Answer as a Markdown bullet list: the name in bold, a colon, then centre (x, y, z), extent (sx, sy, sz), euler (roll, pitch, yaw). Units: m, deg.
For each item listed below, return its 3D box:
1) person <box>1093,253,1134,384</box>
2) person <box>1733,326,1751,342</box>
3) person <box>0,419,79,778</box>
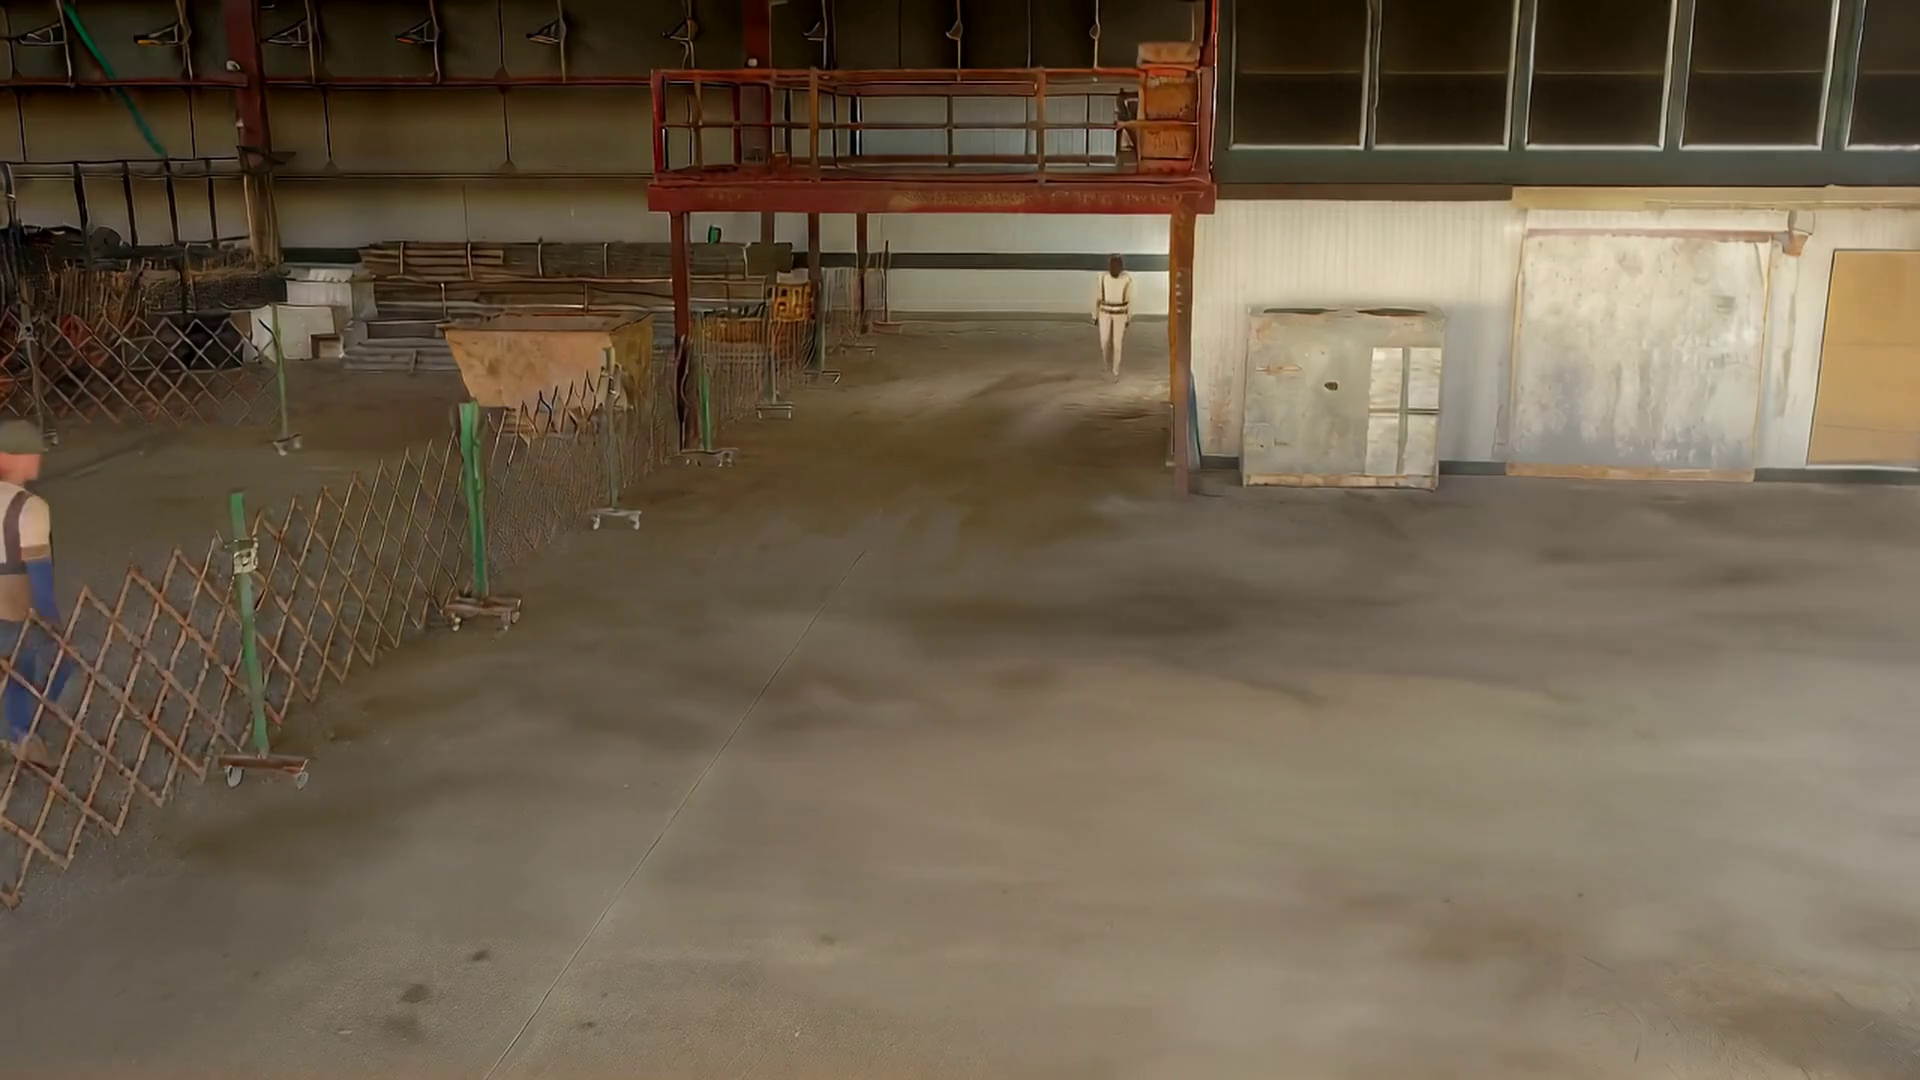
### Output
- **person**: centre (2.221, -3.232, 24.151), extent (0.579, 1.856, 0.828), euler (2, 14, 7)
- **person**: centre (12.793, -3.974, 27.119), extent (0.507, 1.875, 0.329), euler (6, 15, 25)
- **person**: centre (-5.168, 0.351, 9.146), extent (0.622, 2.030, 0.521), euler (6, 15, 25)
